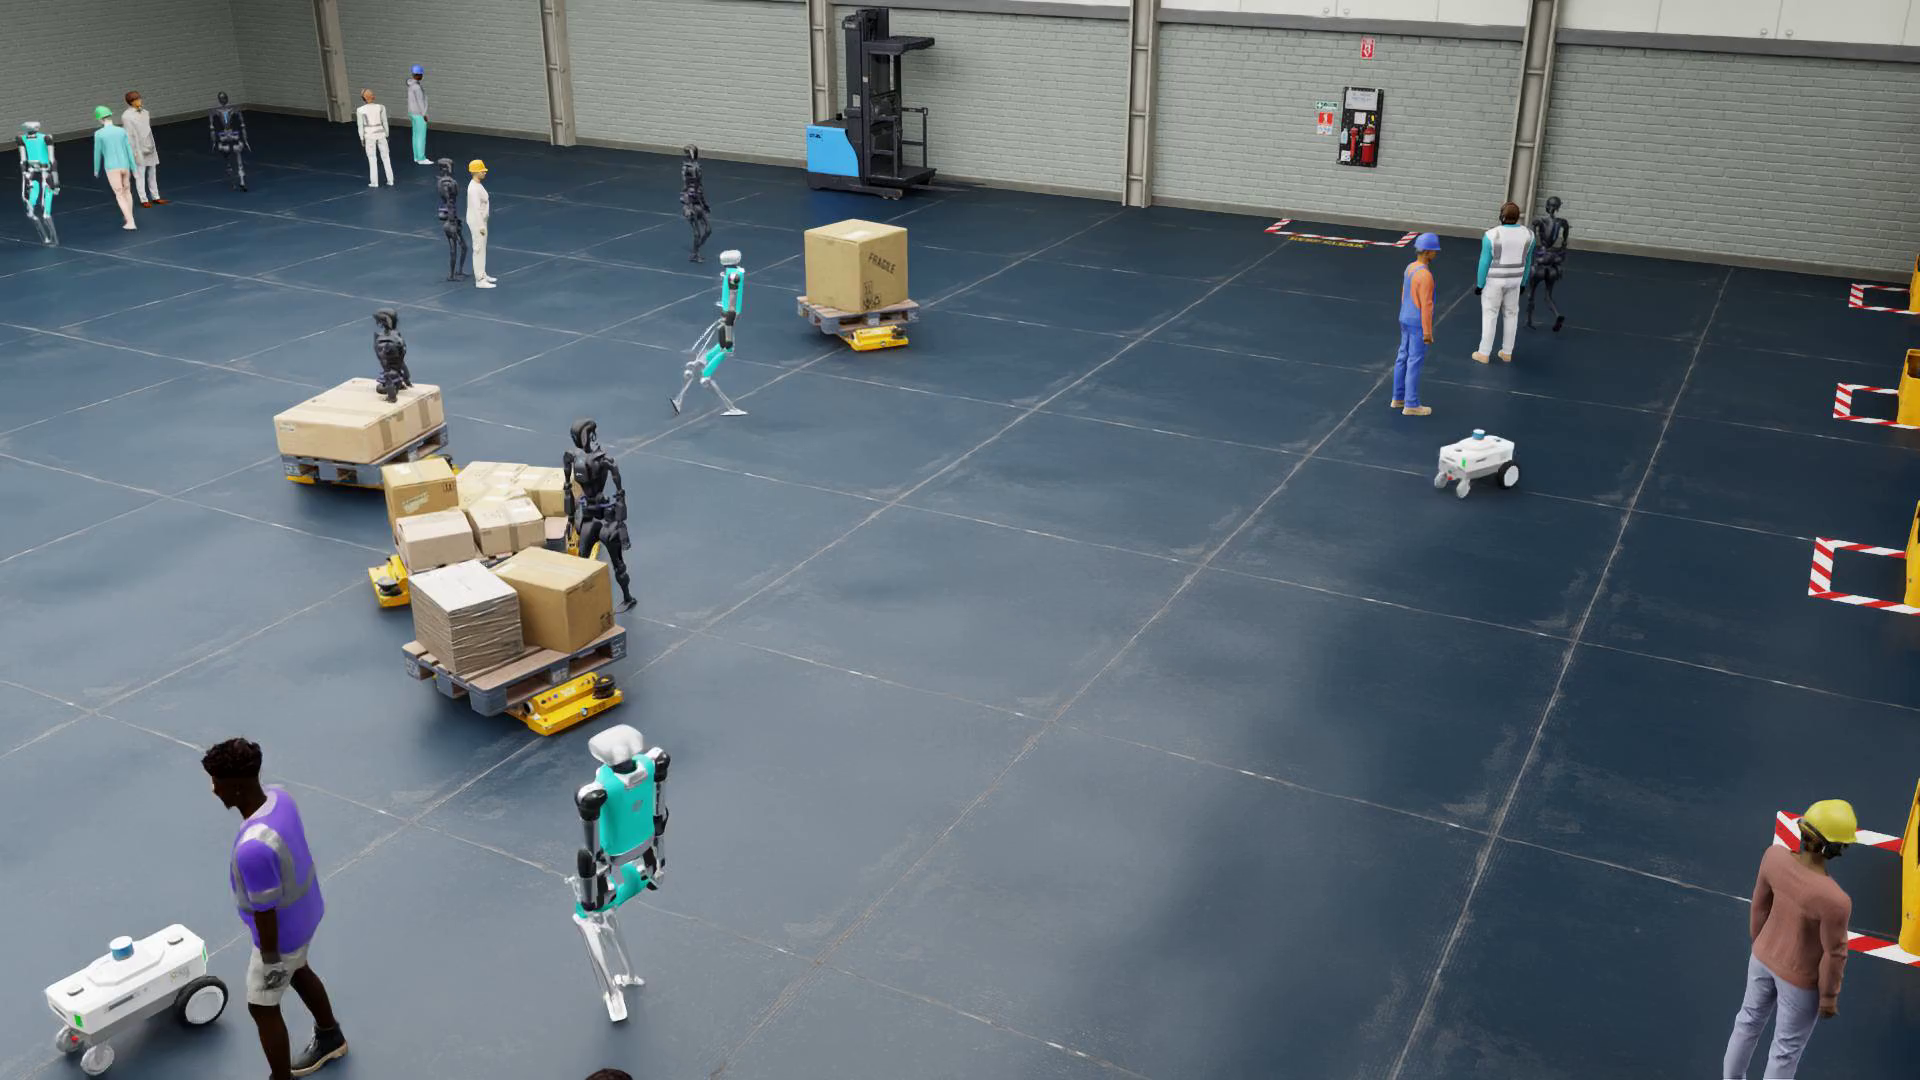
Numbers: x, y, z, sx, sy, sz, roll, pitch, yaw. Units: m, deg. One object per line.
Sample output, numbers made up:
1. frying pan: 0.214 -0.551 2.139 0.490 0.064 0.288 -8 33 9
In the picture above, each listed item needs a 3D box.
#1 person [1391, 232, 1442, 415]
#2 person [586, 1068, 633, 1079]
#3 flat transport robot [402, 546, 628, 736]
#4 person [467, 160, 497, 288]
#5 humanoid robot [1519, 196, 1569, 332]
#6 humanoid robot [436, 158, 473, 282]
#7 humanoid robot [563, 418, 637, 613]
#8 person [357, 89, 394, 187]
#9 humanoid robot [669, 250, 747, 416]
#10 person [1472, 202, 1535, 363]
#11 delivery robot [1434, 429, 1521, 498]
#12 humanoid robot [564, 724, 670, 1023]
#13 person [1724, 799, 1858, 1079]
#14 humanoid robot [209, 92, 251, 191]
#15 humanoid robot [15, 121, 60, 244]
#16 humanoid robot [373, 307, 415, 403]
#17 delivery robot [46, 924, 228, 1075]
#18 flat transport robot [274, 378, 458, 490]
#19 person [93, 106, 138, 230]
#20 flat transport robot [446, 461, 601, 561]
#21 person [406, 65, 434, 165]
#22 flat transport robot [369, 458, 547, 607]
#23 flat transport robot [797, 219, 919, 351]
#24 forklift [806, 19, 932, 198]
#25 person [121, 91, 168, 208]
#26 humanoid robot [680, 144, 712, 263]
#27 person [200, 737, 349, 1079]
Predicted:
1. person: 4.767 -2.253 17.333 0.363 1.909 0.512 -5 24 -11
2. person: -1.222 2.647 5.916 0.372 1.914 0.596 12 26 26
3. flat transport robot: -3.133 0.983 11.874 1.431 0.231 0.659 19 30 37
4. person: -6.395 -4.219 22.189 0.346 1.688 0.462 -5 24 -11
5. humanoid robot: 7.107 -3.324 20.135 0.596 1.640 0.577 -6 24 -14
6. humanoid robot: -6.848 -4.321 22.431 0.331 1.648 0.589 -5 24 -13
7. humanoid robot: -2.801 -0.135 12.725 0.609 1.633 0.717 11 26 24
8. person: -9.987 -6.852 28.393 0.515 1.633 0.316 -15 28 -32
9. humanoid robot: -2.659 -2.094 17.215 0.934 1.796 0.559 -3 23 -6
10. person: 6.182 -2.937 19.009 0.622 1.843 0.431 -3 23 -8
11. delivery robot: 4.829 -0.736 15.525 0.794 0.603 0.499 -14 27 -29
12. humanoid robot: -1.823 1.672 8.428 0.801 1.796 0.566 17 29 35
13. person: 3.848 1.974 7.677 0.317 1.763 0.521 -7 24 -16
14. humanoid robot: -12.325 -6.716 28.059 0.609 1.640 0.722 -10 25 -22
15. humanoid robot: -13.571 -5.169 24.436 0.538 1.839 0.767 -1 23 -1
16. humanoid robot: -5.255 -1.398 15.635 0.380 1.653 0.604 -1 23 -3
17. delivery robot: -4.207 2.282 8.465 0.499 0.577 0.769 17 29 35
18. flat transport robot: -5.568 -0.672 15.727 1.431 0.231 0.659 7 24 15
19. person: -12.946 -5.690 25.430 0.808 1.832 0.515 17 29 35
20. flat transport robot: -3.784 0.050 14.046 1.431 0.231 0.659 -2 23 -5
21. person: -9.858 -7.755 30.332 0.396 1.765 0.511 -14 27 -29
22. flat transport robot: -4.043 0.238 13.609 1.431 0.231 0.659 -11 26 -24
23. flat transport robot: -1.230 -2.595 20.204 0.659 0.231 1.431 -11 25 -23
24. forklift: -1.573 -7.292 27.850 1.873 2.768 1.129 12 26 25
25. person: -13.207 -6.315 26.885 0.364 1.832 0.515 9 25 21
26. humanoid robot: -3.731 -4.729 23.382 0.354 1.640 0.608 7 24 16
27. person: -3.249 1.801 7.850 0.453 1.944 0.617 -3 23 -7
